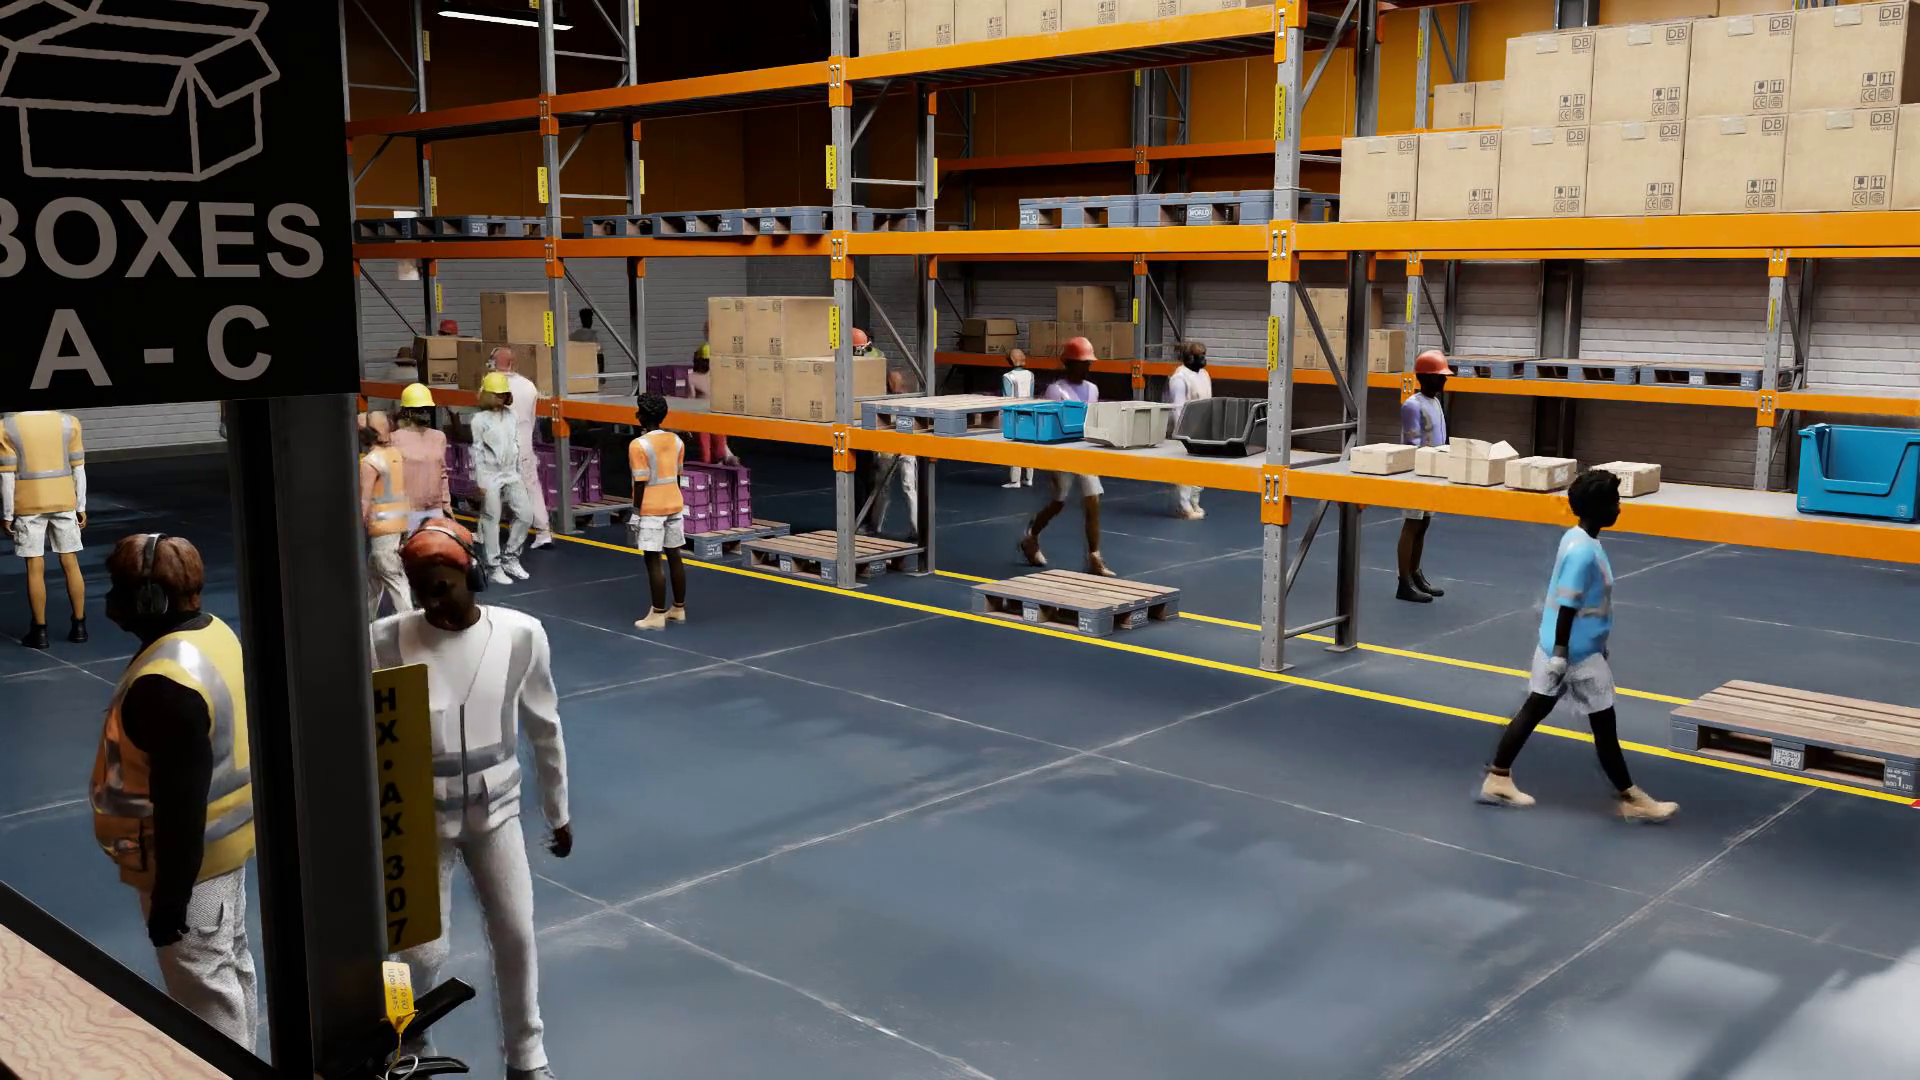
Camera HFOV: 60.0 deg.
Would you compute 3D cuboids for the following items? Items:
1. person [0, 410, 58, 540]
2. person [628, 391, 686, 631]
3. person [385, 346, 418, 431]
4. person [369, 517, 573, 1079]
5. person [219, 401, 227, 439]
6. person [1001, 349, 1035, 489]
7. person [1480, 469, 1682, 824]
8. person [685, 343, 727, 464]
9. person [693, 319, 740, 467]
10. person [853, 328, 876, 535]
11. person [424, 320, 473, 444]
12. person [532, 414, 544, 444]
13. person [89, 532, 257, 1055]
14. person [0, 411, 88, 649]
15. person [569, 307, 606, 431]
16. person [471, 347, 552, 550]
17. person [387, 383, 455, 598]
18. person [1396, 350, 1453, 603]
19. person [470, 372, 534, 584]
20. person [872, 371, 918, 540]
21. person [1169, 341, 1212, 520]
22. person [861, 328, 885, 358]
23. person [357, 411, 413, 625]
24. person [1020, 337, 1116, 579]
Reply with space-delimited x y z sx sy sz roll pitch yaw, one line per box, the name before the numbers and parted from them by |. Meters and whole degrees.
person | -8.816 -0.931 15.590 0.650 1.914 0.678 -3 10 -19
person | -2.154 -0.205 11.817 0.321 1.696 0.536 5 11 28
person | -6.798 -1.550 20.312 0.529 1.611 0.502 0 9 2
person | -1.510 0.826 5.004 0.704 1.860 0.550 -6 11 -31
person | -7.758 -1.301 18.056 0.542 1.857 0.601 -3 10 -19
person | 0.673 -1.410 19.388 0.314 1.638 0.515 9 13 44
person | 2.882 0.487 7.726 0.891 1.646 0.540 3 10 17
person | -2.822 -1.319 18.480 0.538 1.748 0.534 -6 11 -34
person | -2.896 -1.676 19.990 0.795 1.976 0.613 9 13 44
person | -0.990 -1.045 16.060 0.397 1.992 0.623 -4 10 -22
person | -6.970 -2.038 22.527 0.569 1.855 1.032 5 10 26
person | -5.960 -2.081 22.837 0.662 1.865 0.989 6 11 32
person | -2.183 0.890 4.665 0.430 1.845 0.624 -2 10 -14
person | -6.205 -0.233 11.254 0.544 1.939 0.354 -9 13 -43
person | -5.849 -2.668 26.116 0.637 1.953 0.562 4 10 25
person | -4.129 -0.833 15.211 1.042 1.854 0.640 8 12 41
person | -3.772 -0.212 11.649 0.315 1.770 0.524 6 11 33
person | 3.596 -0.495 12.860 0.362 1.939 0.542 6 11 35
person | -3.707 -0.492 13.467 0.431 1.727 0.519 6 11 33
person | -0.614 -0.805 15.820 0.549 1.592 0.861 -6 11 -32
person | 2.370 -1.104 16.928 0.452 1.829 0.660 7 12 37
person | -1.190 -1.776 21.132 0.632 1.803 0.914 -3 10 -18
person | -3.968 -0.049 11.096 0.708 1.610 0.531 0 9 2
person | 0.903 -0.705 13.971 0.617 2.015 0.995 -8 12 -39
